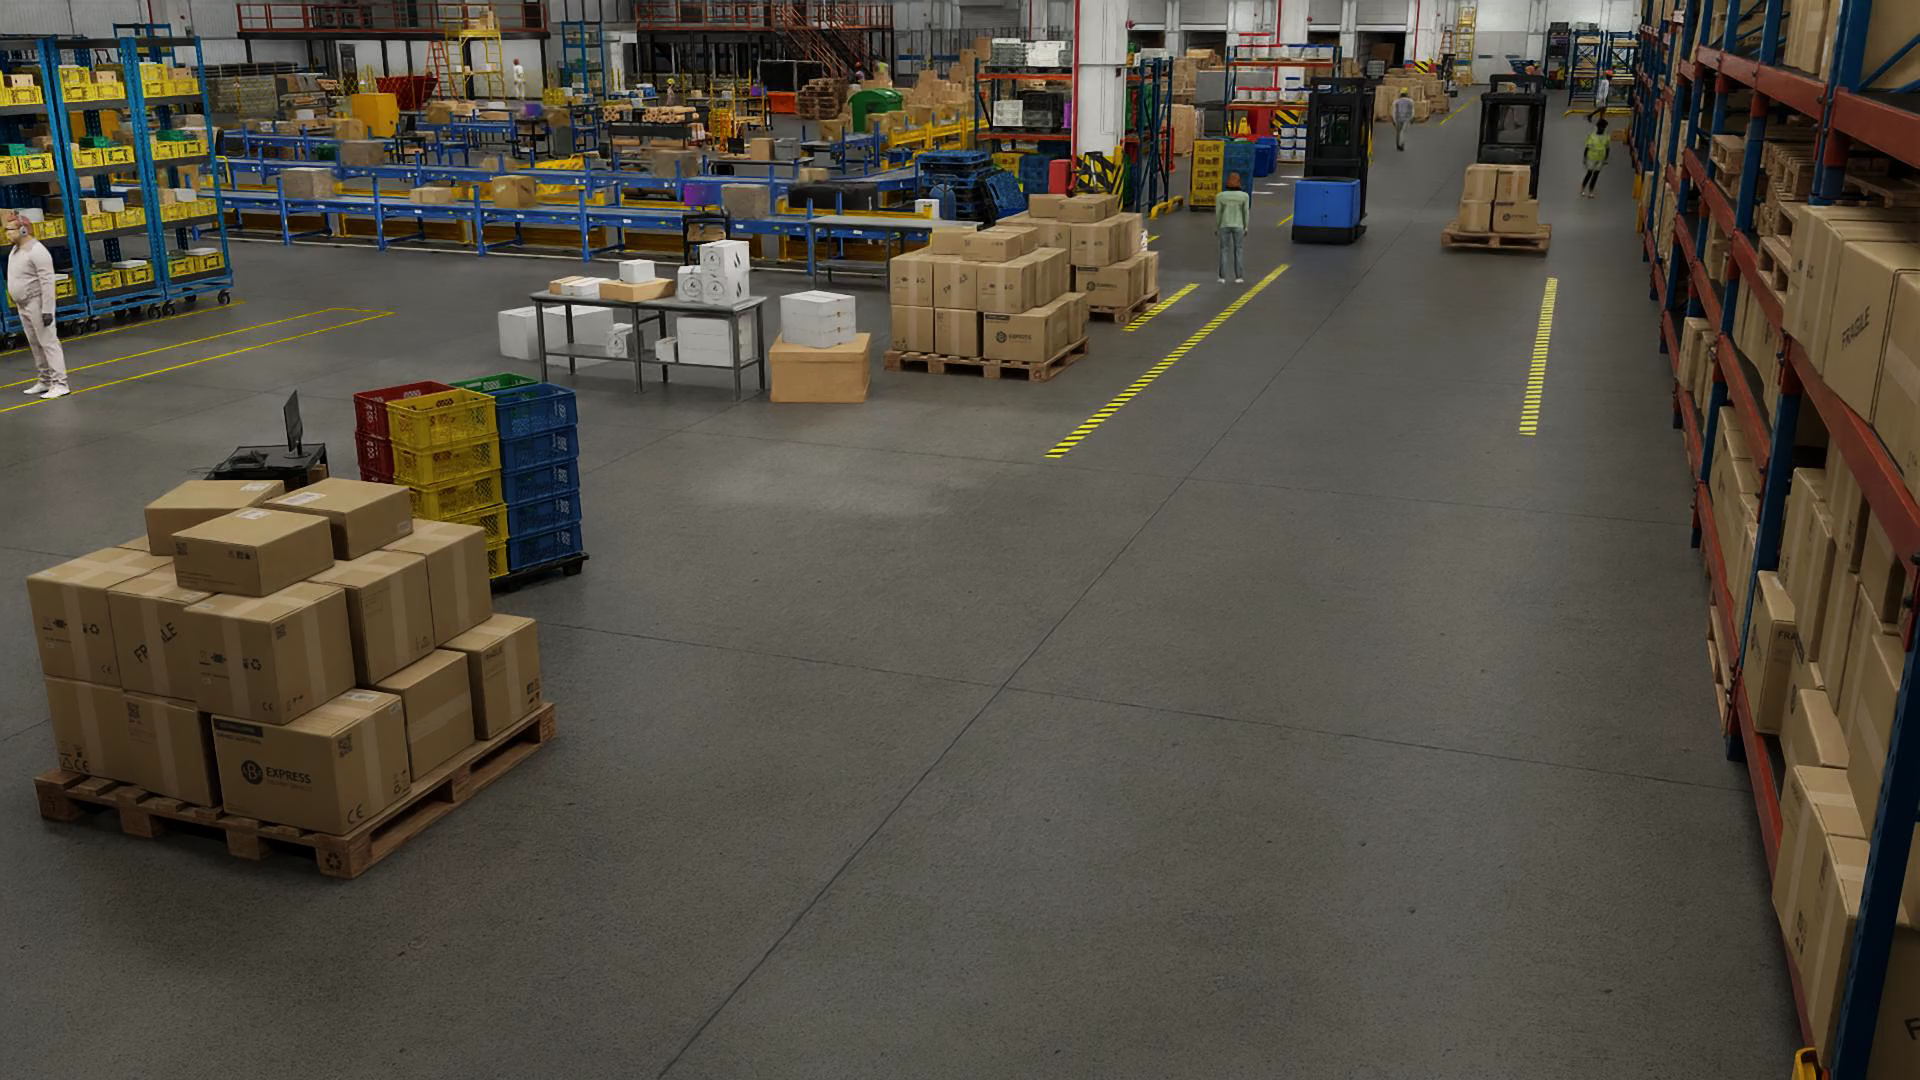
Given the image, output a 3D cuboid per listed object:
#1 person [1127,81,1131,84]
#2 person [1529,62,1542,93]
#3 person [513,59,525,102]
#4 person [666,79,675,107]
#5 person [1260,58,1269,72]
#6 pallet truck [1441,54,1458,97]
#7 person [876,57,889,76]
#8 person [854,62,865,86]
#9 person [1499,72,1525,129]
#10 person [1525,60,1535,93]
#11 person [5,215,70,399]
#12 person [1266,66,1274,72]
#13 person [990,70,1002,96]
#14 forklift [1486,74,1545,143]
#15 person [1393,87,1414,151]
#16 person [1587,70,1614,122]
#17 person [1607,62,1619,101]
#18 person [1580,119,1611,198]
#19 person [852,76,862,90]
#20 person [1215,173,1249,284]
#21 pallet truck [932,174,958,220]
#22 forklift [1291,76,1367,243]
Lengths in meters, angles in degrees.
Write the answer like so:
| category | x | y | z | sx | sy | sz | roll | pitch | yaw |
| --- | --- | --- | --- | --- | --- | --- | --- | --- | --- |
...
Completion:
| category | x | y | z | sx | sy | sz | roll | pitch | yaw |
| --- | --- | --- | --- | --- | --- | --- | --- | --- | --- |
| person | 9.261 | -26.344 | 92.540 | 0.583 | 1.883 | 0.985 | -12 | 21 | -33 |
| person | 25.906 | -20.627 | 74.844 | 0.533 | 1.733 | 0.867 | 10 | 20 | 28 |
| person | -19.758 | -20.532 | 74.317 | 0.707 | 1.855 | 0.628 | 11 | 21 | 31 |
| person | -9.593 | -14.432 | 55.311 | 0.308 | 1.769 | 0.524 | -2 | 18 | -6 |
| person | 13.859 | -21.091 | 75.996 | 0.536 | 1.908 | 0.616 | 13 | 22 | 36 |
| pallet truck | 22.765 | -21.886 | 78.355 | 0.823 | 1.965 | 1.885 | -4 | 18 | -14 |
| person | -3.677 | -22.053 | 79.154 | 0.642 | 1.829 | 0.580 | 1 | 18 | 3 |
| person | -3.918 | -17.431 | 64.323 | 0.473 | 2.020 | 0.628 | 10 | 20 | 28 |
| person | 19.115 | -15.140 | 57.333 | 0.973 | 1.887 | 0.567 | 0 | 18 | 1 |
| person | 27.109 | -21.962 | 79.084 | 0.533 | 1.696 | 0.318 | 12 | 21 | 33 |
| person | -9.689 | -2.426 | 17.384 | 0.663 | 1.915 | 0.407 | 13 | 22 | 36 |
| person | 13.706 | -20.446 | 74.183 | 0.995 | 1.779 | 0.624 | 1 | 18 | 2 |
| person | 1.454 | -18.703 | 68.642 | 0.807 | 1.820 | 0.595 | -8 | 19 | -22 |
| forklift | 10.010 | -7.036 | 30.262 | 1.129 | 2.768 | 1.873 | 6 | 19 | 19 |
| person | 12.895 | -12.257 | 48.436 | 0.583 | 1.803 | 0.894 | 6 | 18 | 17 |
| person | 22.992 | -15.884 | 59.661 | 0.721 | 1.909 | 0.552 | 3 | 18 | 11 |
| person | 29.325 | -20.541 | 74.554 | 0.474 | 1.724 | 0.491 | 7 | 19 | 20 |
| person | 13.797 | -8.263 | 36.055 | 0.535 | 1.678 | 0.438 | -1 | 18 | -3 |
| person | -3.488 | -14.807 | 56.401 | 0.938 | 1.811 | 0.681 | -16 | 24 | -41 |
| person | 4.034 | -4.625 | 24.710 | 0.498 | 1.634 | 0.280 | 3 | 18 | 11 |
| pallet truck | -0.507 | -5.292 | 27.348 | 0.653 | 1.274 | 1.630 | 6 | 19 | 19 |
| forklift | 6.598 | -6.755 | 29.381 | 1.129 | 2.768 | 1.873 | 6 | 19 | 19 |
